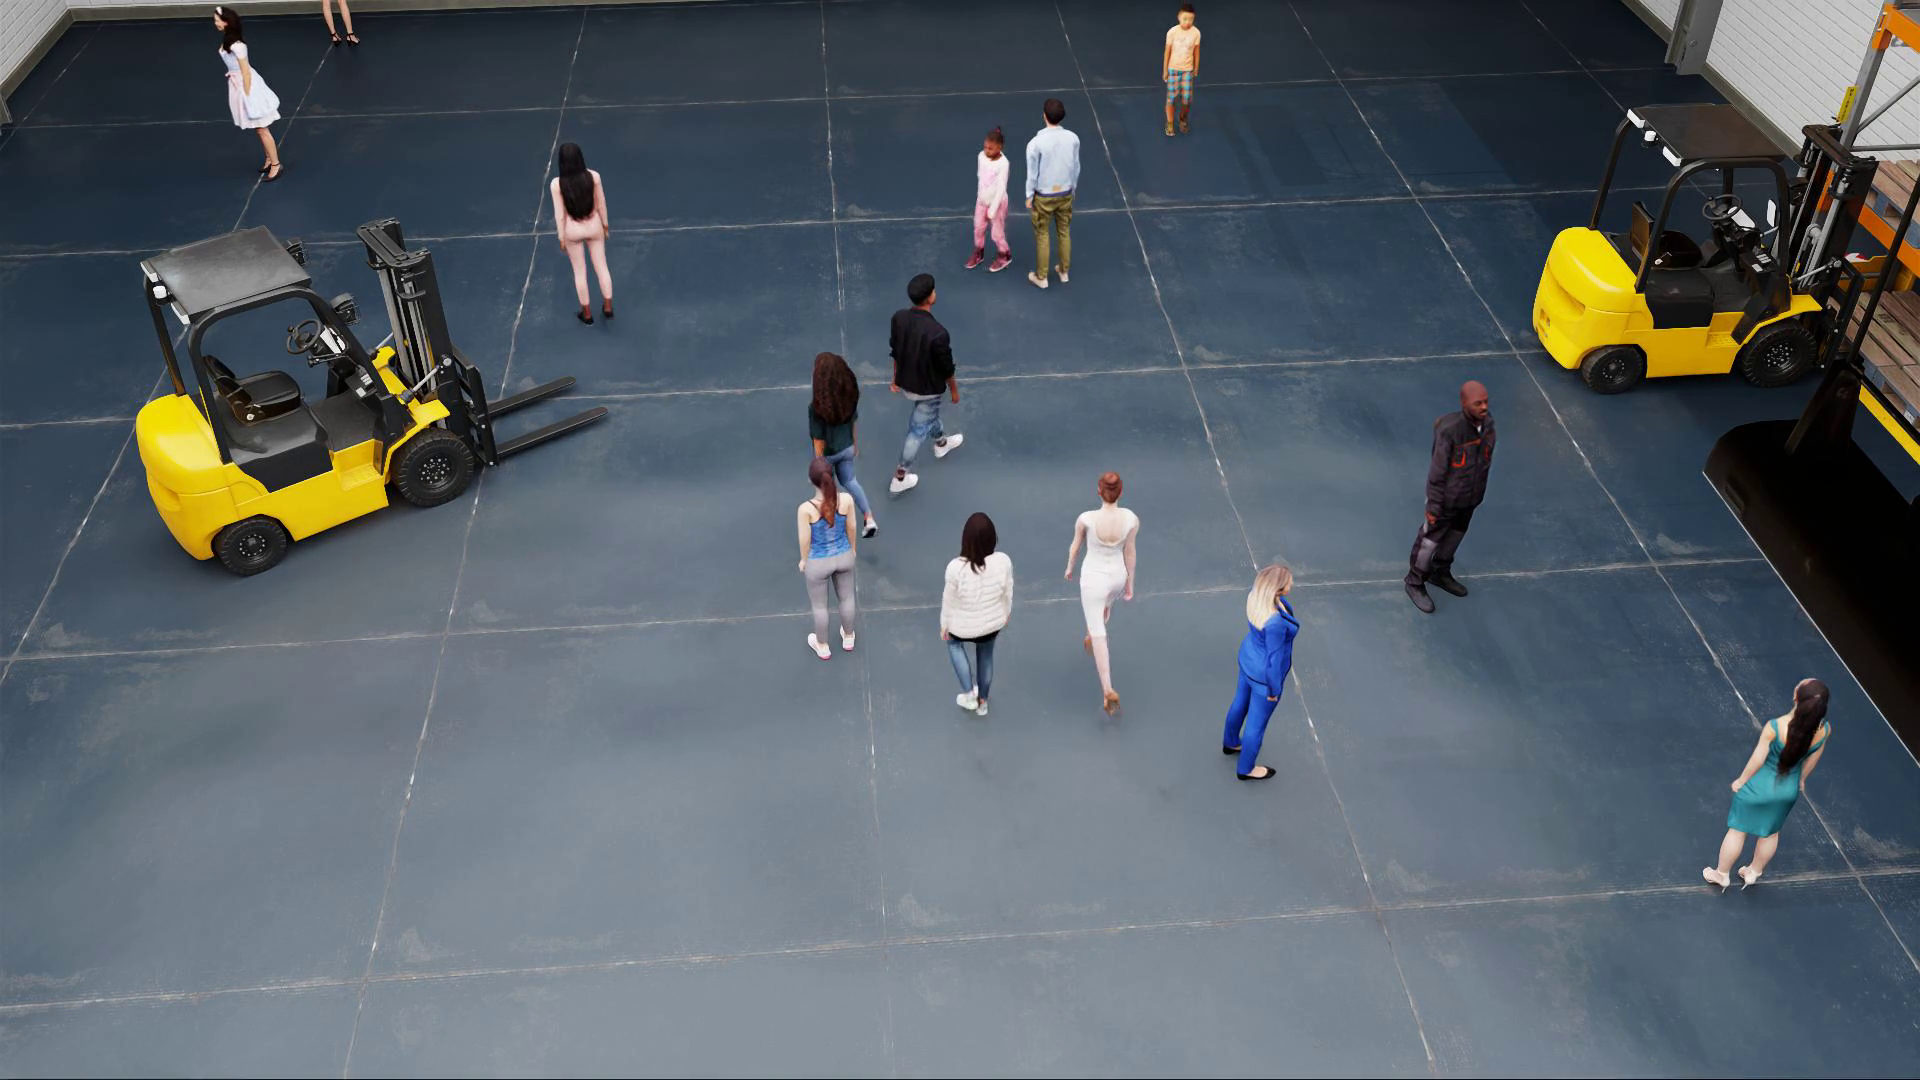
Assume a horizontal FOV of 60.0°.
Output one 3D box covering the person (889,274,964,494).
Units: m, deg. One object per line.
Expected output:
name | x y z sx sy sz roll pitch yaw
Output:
person | -0.347 -1.165 12.801 1.181 1.768 1.219 29 47 31

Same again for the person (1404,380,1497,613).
person | 3.472 -0.355 11.741 0.793 1.825 0.786 -23 44 -26

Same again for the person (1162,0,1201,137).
person | 2.375 -5.120 18.007 0.569 1.451 0.591 2 39 3

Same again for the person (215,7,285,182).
person | -7.281 -4.563 17.017 0.880 1.816 0.799 -19 42 -22

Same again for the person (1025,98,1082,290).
person | 0.849 -3.186 15.297 0.735 1.811 0.666 -13 40 -16

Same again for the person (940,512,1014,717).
person | 0.122 0.546 10.769 0.697 1.630 0.650 -10 40 -12

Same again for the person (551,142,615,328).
person | -3.349 -2.725 14.793 0.693 1.720 0.662 -18 42 -21

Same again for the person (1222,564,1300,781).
person | 1.863 0.815 10.377 0.686 1.700 0.508 -7 39 -9

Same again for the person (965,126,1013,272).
person | 0.346 -3.220 15.630 0.803 1.448 0.745 -31 48 -33

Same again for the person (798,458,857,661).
person | -0.894 0.125 11.312 0.632 1.610 0.643 -16 41 -19

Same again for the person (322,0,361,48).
person | -7.542 -6.786 19.790 0.585 1.830 0.519 1 39 1

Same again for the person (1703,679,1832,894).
person | 4.688 1.428 9.619 0.568 1.687 0.503 0 39 0

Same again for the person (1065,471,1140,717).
person | 0.947 0.375 10.888 0.601 1.748 1.078 -4 39 -5

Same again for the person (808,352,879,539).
person | -0.883 -0.636 12.273 0.902 1.600 1.008 -30 48 -32
